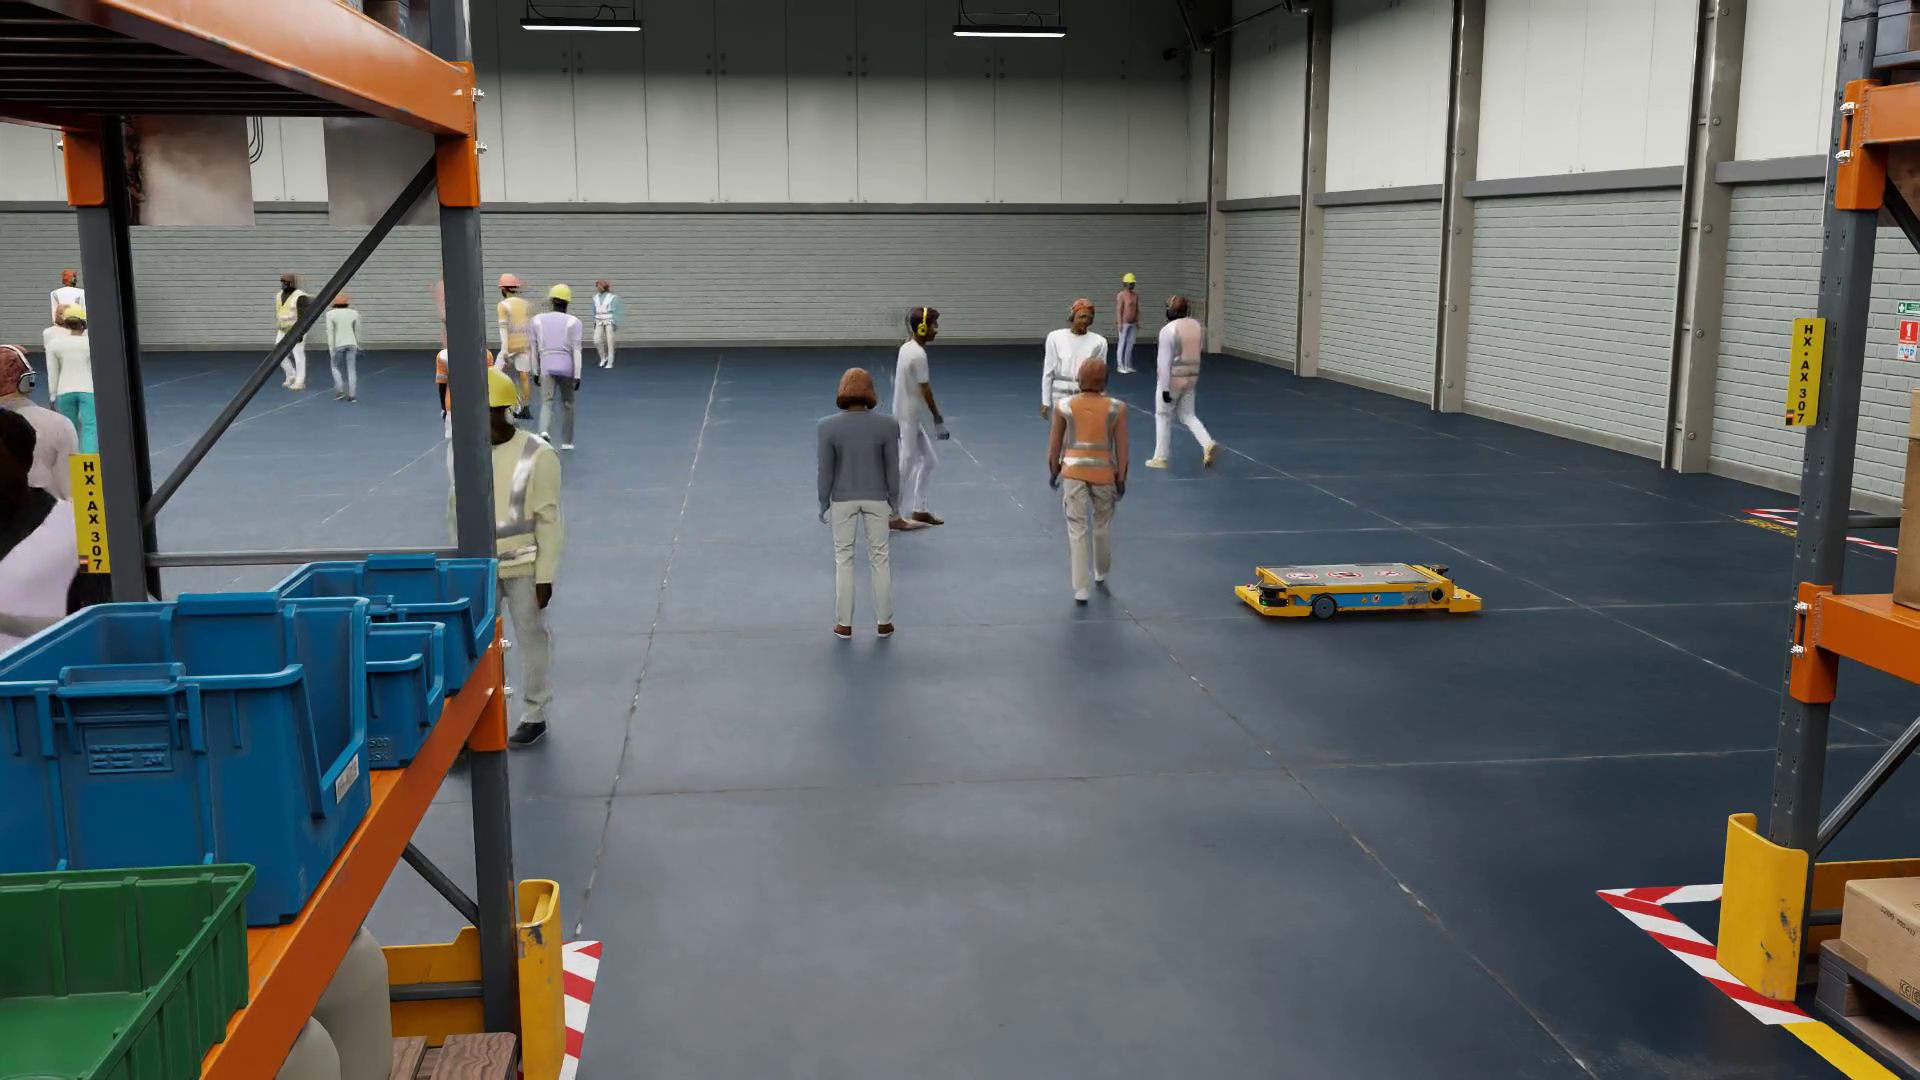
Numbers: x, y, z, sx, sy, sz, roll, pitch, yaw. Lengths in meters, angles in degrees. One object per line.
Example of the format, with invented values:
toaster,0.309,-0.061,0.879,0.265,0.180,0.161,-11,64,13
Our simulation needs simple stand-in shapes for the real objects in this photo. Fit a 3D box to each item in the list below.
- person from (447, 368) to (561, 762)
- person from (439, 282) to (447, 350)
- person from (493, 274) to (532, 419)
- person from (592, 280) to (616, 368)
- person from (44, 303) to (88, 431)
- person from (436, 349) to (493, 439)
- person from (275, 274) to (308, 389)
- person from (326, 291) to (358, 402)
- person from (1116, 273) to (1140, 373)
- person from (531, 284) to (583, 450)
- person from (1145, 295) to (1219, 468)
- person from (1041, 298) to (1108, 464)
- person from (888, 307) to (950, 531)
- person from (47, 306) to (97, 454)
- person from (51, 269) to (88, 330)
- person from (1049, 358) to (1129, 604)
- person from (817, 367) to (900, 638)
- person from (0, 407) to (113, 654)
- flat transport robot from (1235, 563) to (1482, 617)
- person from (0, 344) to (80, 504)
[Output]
person,-2.148,0.127,7.606,0.627,1.804,0.759,3,11,16
person,-9.600,-4.297,31.752,0.670,1.852,1.017,-9,14,-42
person,-5.944,-2.552,22.003,0.664,1.913,0.548,7,13,35
person,-6.507,-3.949,30.464,0.531,1.625,0.359,3,11,18
person,-10.581,-1.998,19.782,0.504,1.622,0.344,-8,13,-39
person,-4.489,-1.198,15.182,0.532,1.697,0.322,-1,10,-5
person,-10.569,-3.286,26.303,0.635,1.827,0.450,5,11,24
person,-9.049,-2.832,24.384,0.512,1.614,0.529,-9,14,-41
person,2.990,-3.840,29.482,0.530,1.766,0.330,-9,14,-41
person,-4.485,-1.892,18.479,0.595,1.890,0.883,0,10,-1
person,2.291,-1.615,17.139,0.629,1.820,0.775,-8,13,-37
person,1.036,-1.271,15.152,0.602,1.861,0.755,1,10,4
person,-0.323,-0.975,13.576,0.680,1.834,0.532,-2,10,-9
person,-8.661,-1.431,16.398,0.550,1.720,0.705,-3,11,-15
person,-14.134,-3.360,26.515,0.573,1.886,0.359,-1,10,-5
person,0.858,-0.415,11.156,0.523,1.589,0.874,1,10,3
person,-0.608,-0.219,9.990,0.498,1.633,0.287,-1,10,-5
person,-3.034,0.519,5.309,0.599,1.864,1.012,2,11,11
flat transport robot,2.570,0.315,10.798,1.431,0.197,0.652,-1,10,-7
person,-4.377,0.044,7.801,0.639,1.909,0.402,-1,10,-5
